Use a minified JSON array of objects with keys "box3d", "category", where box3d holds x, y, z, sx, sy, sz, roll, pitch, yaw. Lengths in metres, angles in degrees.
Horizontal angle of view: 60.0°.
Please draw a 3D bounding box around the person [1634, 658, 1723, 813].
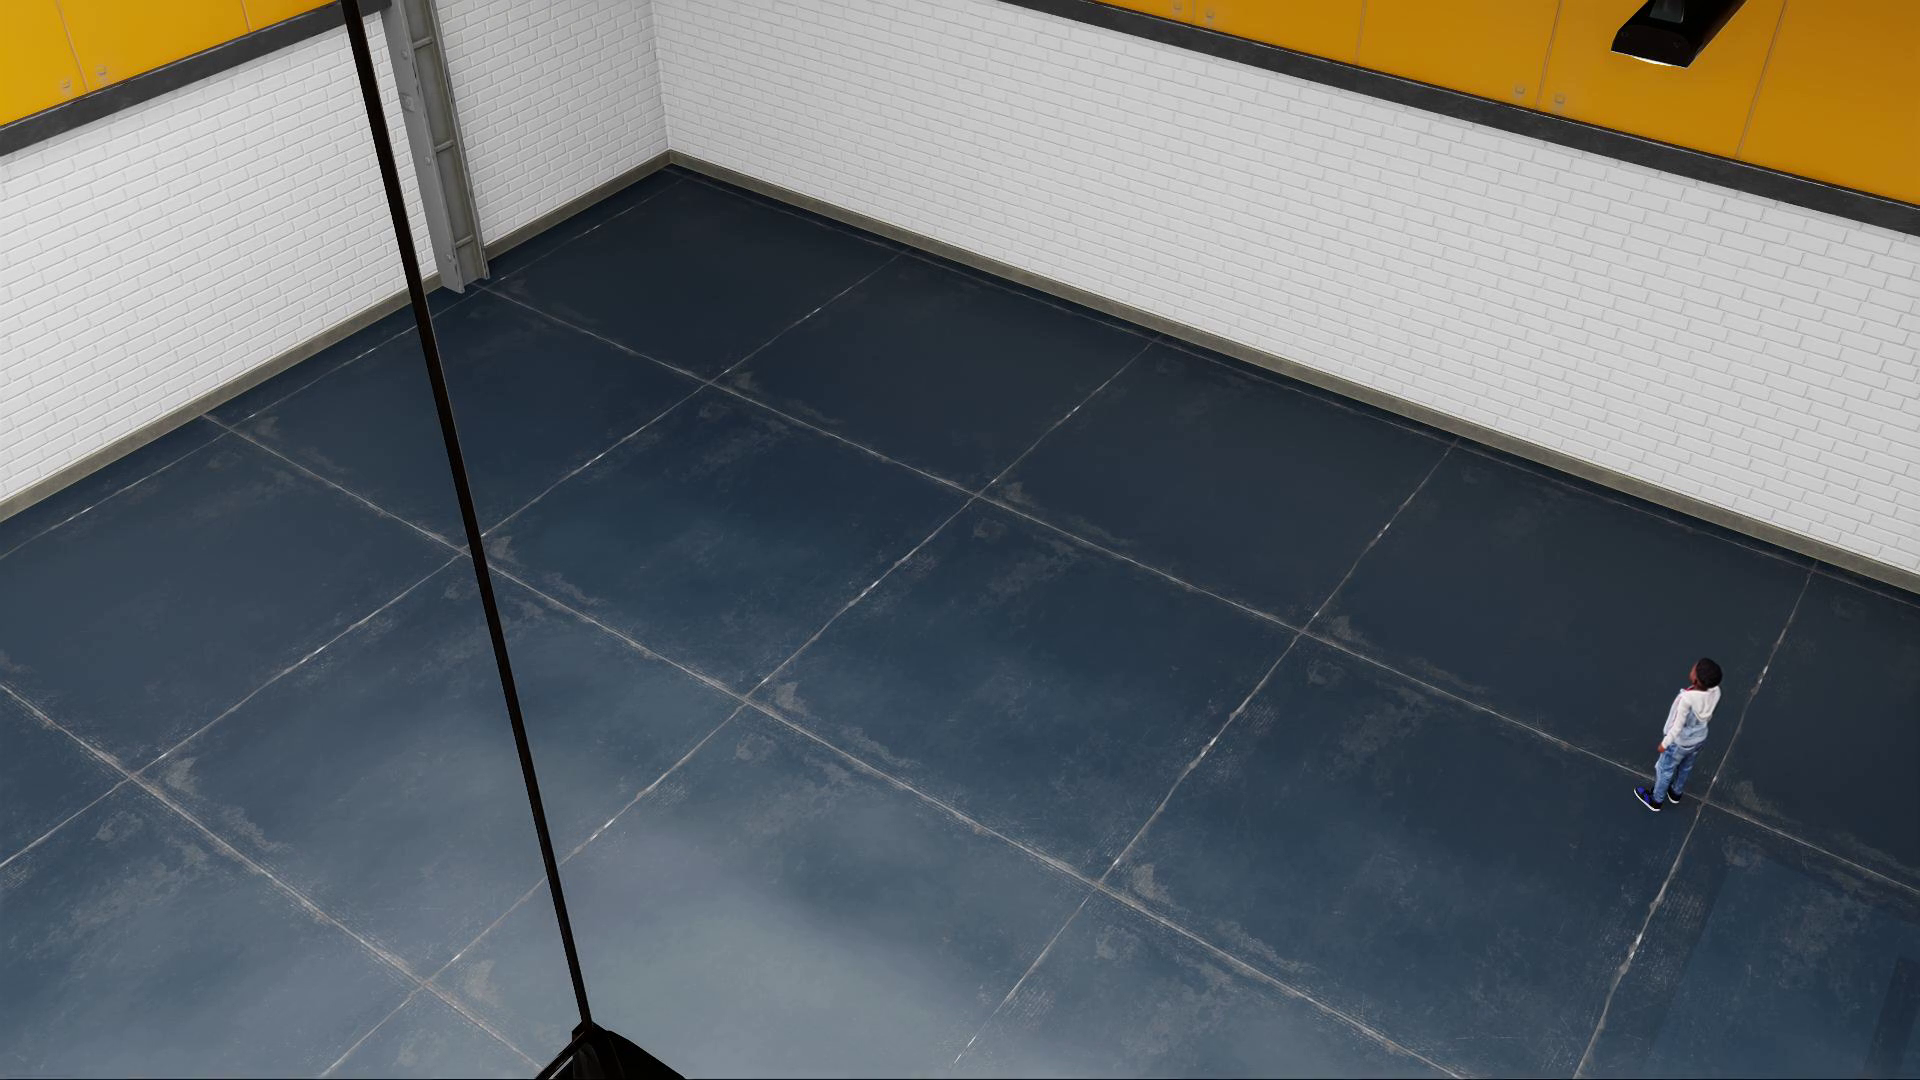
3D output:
[{"box3d":[4.751,1.271,10.910,0.550,1.260,0.628,-13,41,-16],"category":"person"}]
